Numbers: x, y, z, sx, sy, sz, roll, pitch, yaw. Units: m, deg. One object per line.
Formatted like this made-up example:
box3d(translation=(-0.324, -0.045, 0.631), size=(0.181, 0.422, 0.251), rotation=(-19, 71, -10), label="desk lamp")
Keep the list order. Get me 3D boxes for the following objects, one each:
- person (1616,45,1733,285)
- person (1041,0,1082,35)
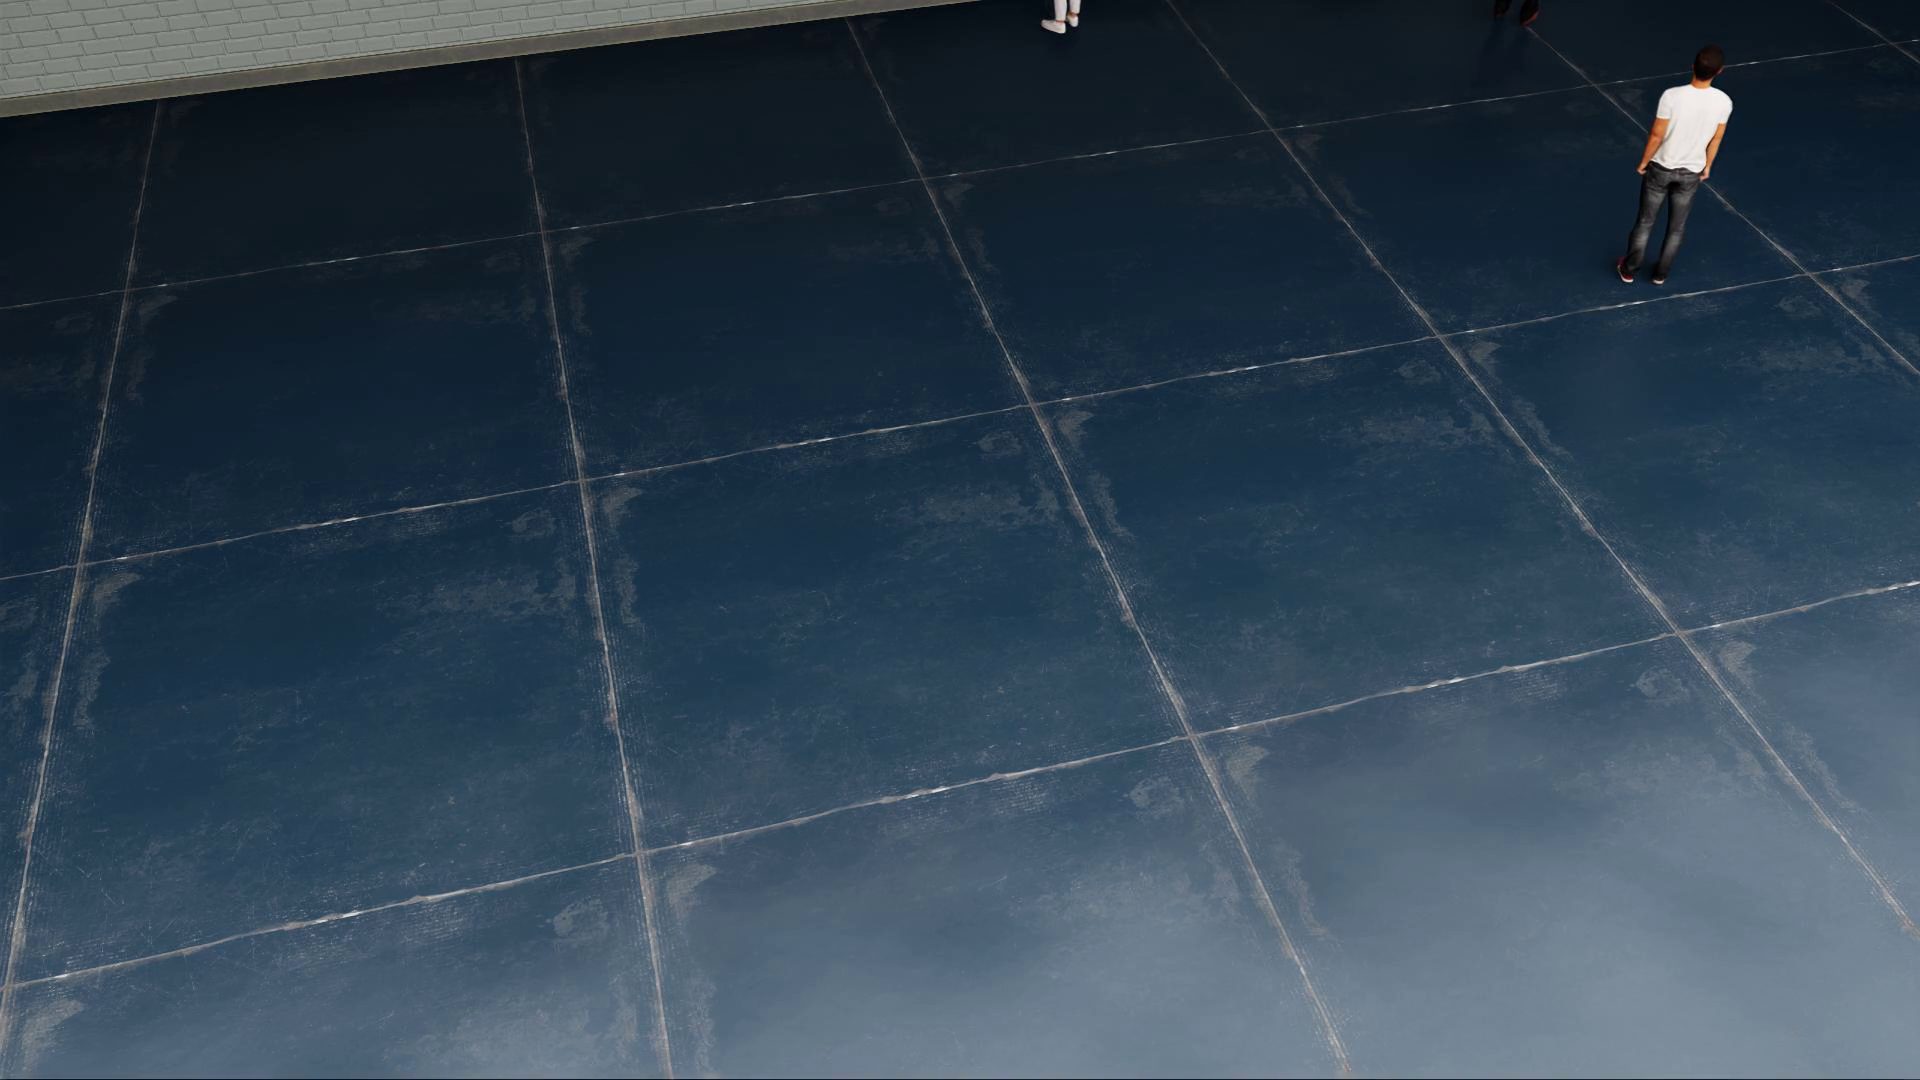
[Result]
box3d(translation=(5.021, -2.615, 11.665), size=(0.720, 1.804, 0.708), rotation=(9, 44, 9), label="person")
box3d(translation=(0.923, -5.316, 14.644), size=(0.683, 1.686, 0.685), rotation=(-33, 52, -30), label="person")
